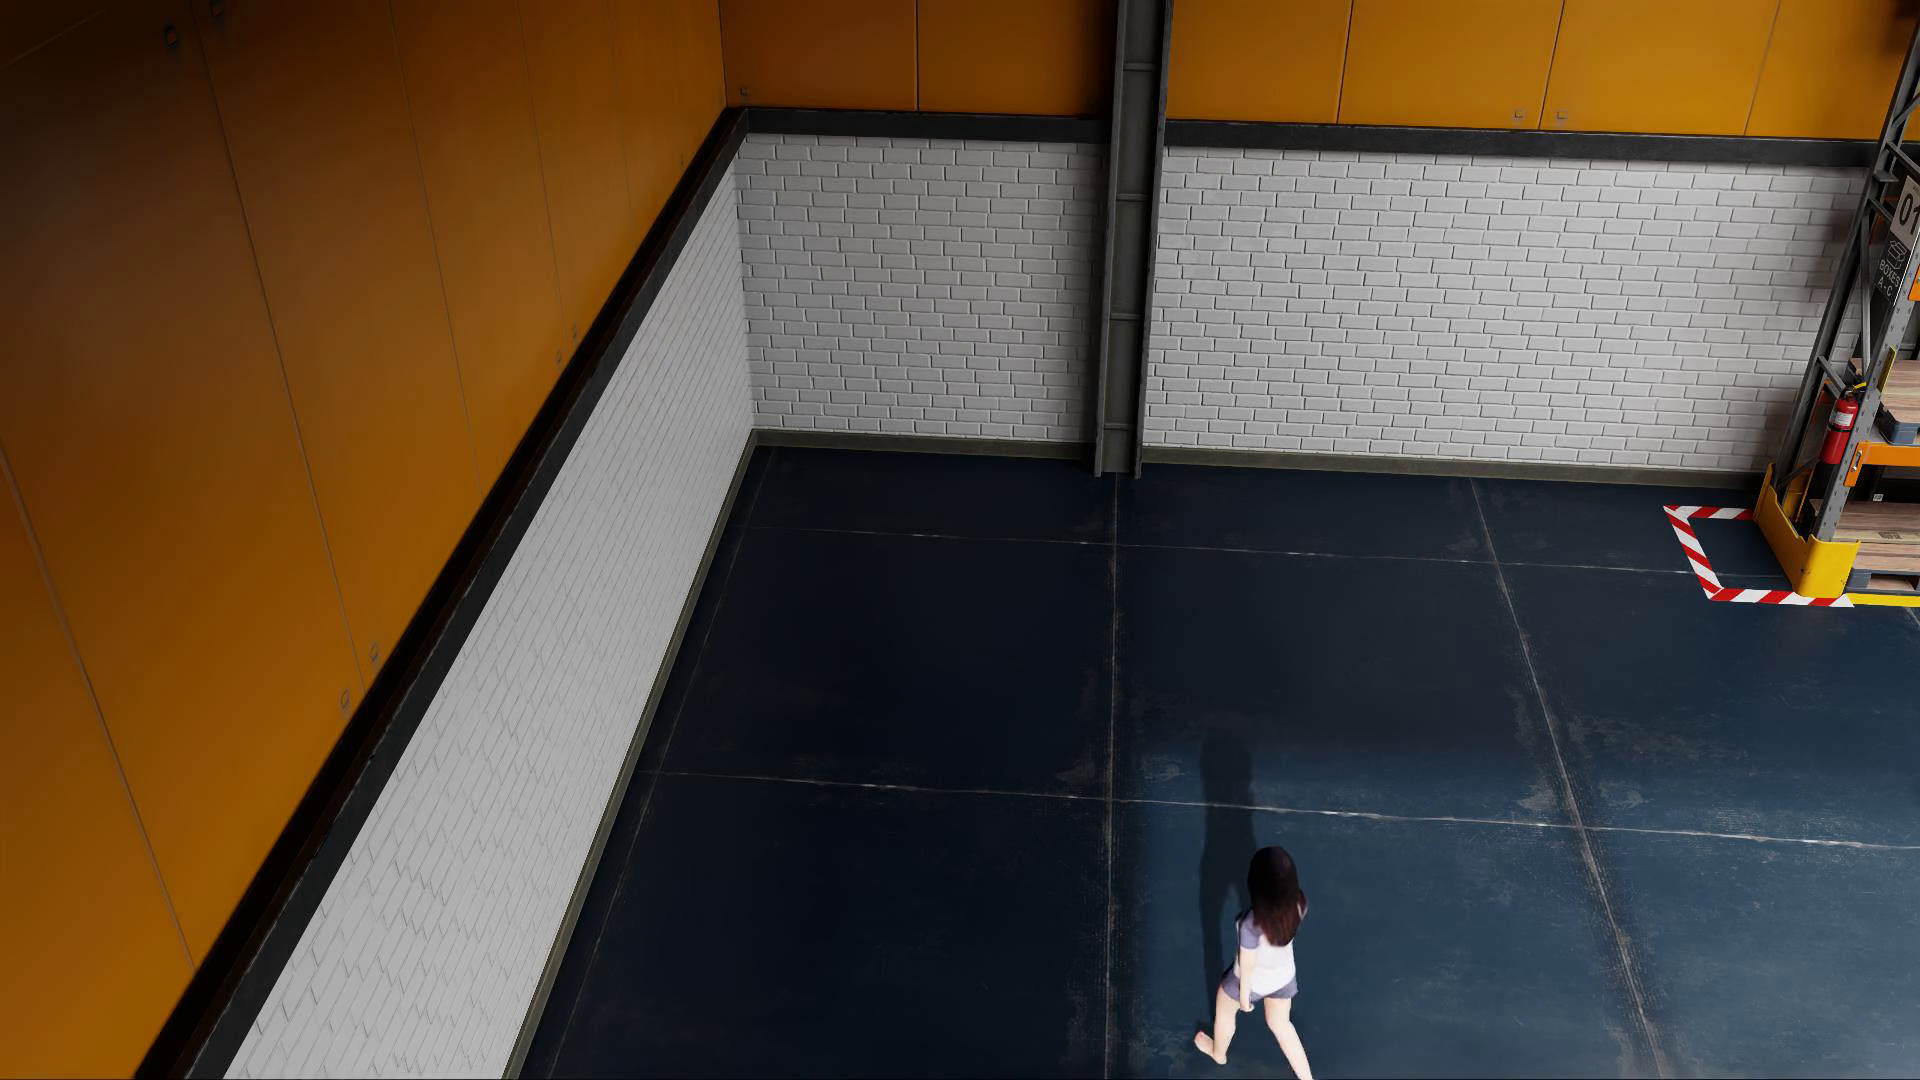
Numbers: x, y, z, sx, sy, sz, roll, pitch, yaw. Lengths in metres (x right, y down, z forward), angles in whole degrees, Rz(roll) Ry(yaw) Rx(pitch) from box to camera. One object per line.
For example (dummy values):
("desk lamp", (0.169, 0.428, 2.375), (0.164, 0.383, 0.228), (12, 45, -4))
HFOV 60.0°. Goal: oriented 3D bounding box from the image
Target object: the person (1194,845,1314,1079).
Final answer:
("person", (1.596, 2.251, 8.462), (1.066, 1.681, 1.083), (-22, 40, -30))
